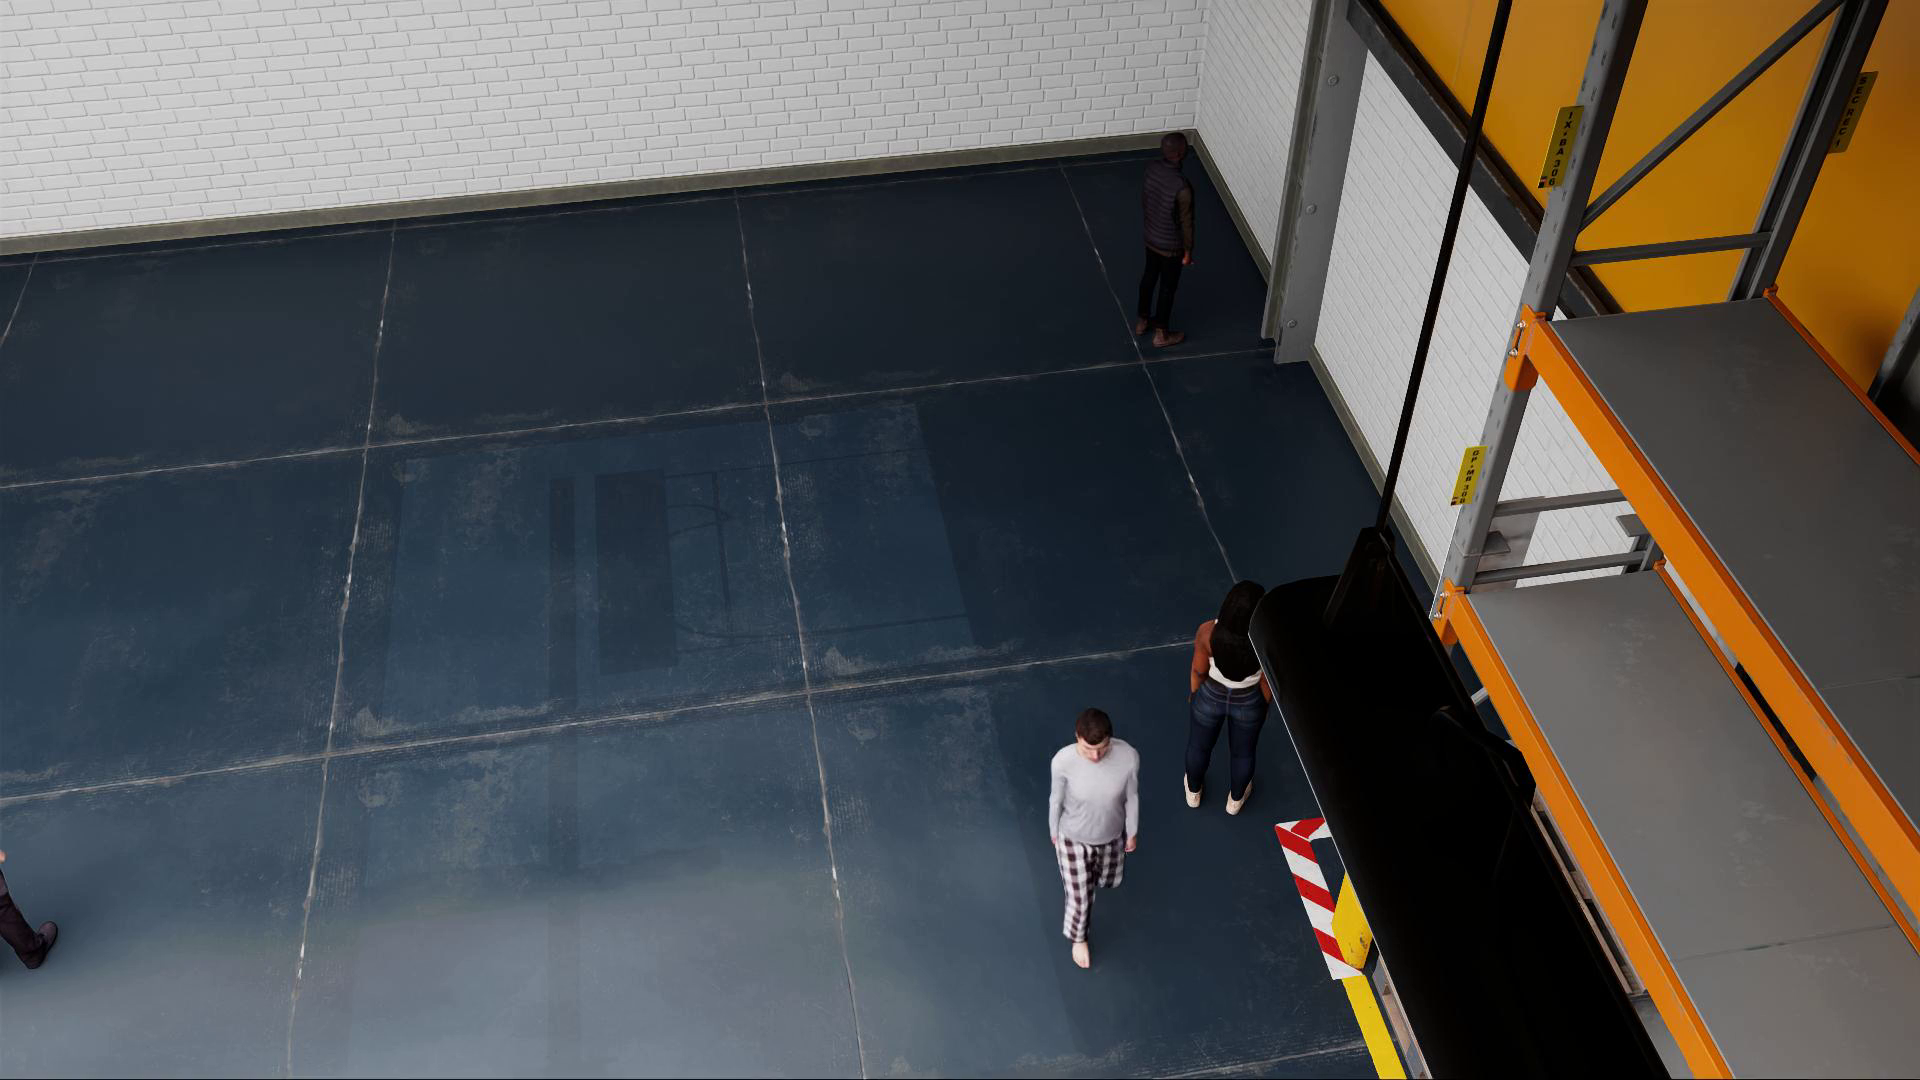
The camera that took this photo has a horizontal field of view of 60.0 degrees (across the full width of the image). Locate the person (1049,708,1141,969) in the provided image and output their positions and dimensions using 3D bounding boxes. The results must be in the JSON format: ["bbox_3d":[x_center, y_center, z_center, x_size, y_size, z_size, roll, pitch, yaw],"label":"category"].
[{"bbox_3d":[0.697,1.468,8.871,0.636,1.827,0.960,-5,44,-5],"label":"person"}]

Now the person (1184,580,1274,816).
[{"bbox_3d":[1.538,0.909,9.470,0.735,1.810,0.744,11,45,11],"label":"person"}]

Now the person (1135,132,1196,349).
[{"bbox_3d":[1.583,-2.326,12.847,0.838,1.836,0.675,-26,49,-24],"label":"person"}]
